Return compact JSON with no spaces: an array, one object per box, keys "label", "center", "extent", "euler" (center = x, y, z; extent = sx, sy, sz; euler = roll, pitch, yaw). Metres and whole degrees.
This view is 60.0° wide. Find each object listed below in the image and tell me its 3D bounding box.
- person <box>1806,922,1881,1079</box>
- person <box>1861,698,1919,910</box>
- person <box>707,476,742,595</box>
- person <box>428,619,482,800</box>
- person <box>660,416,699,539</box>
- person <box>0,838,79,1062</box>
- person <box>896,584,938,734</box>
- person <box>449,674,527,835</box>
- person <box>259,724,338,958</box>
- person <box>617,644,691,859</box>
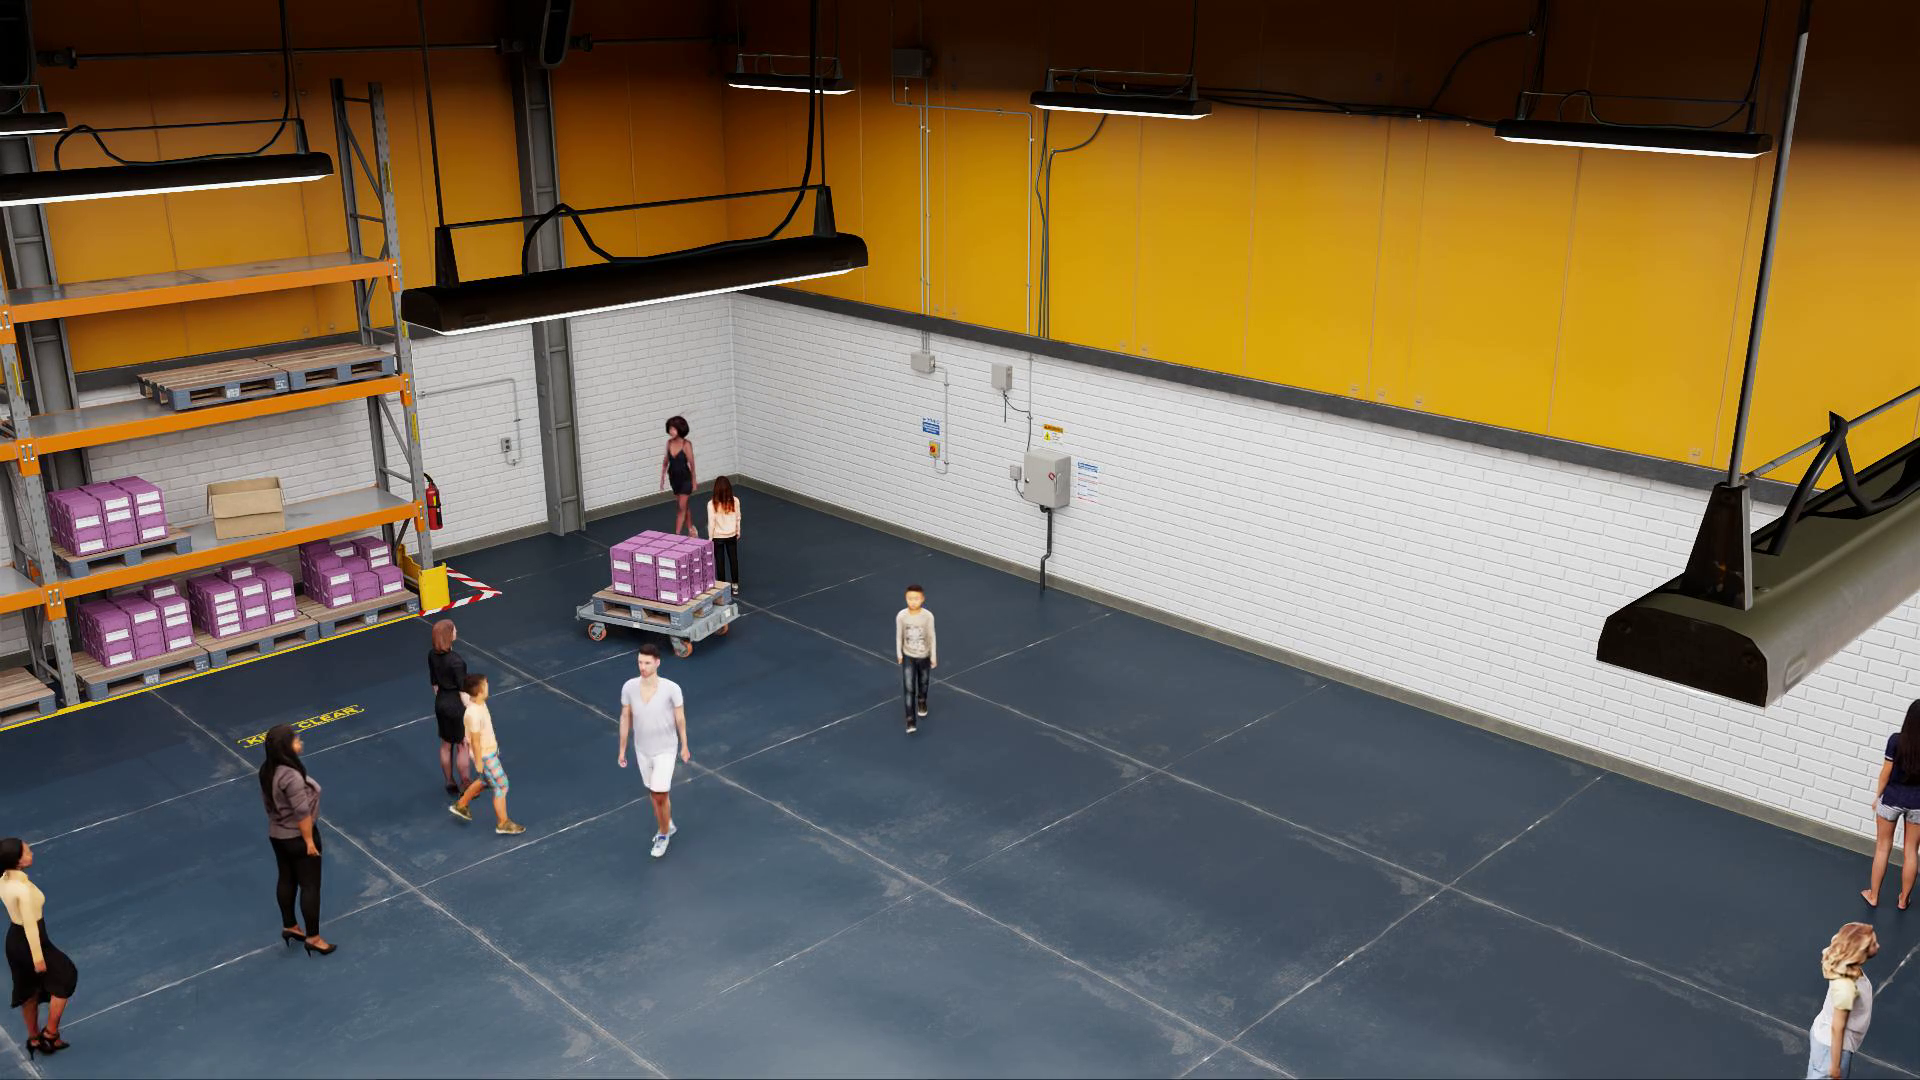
[{"label":"person","center":[5.317,3.089,10.162],"extent":[0.756,1.720,0.618],"euler":[7,20,21]},{"label":"person","center":[7.432,2.077,13.098],"extent":[0.659,1.765,0.662],"euler":[6,20,18]},{"label":"person","center":[-2.817,-0.059,19.879],"extent":[0.524,1.484,0.677],"euler":[-11,21,-29]},{"label":"person","center":[-4.538,1.513,14.864],"extent":[0.624,1.706,0.560],"euler":[12,22,31]},{"label":"person","center":[-3.559,-0.749,21.514],"extent":[0.826,1.750,1.103],"euler":[8,20,23]},{"label":"person","center":[-6.325,2.787,11.175],"extent":[0.636,1.646,0.657],"euler":[14,23,36]},{"label":"person","center":[-0.415,1.126,16.450],"extent":[0.974,1.428,1.000],"euler":[-1,19,-3]},{"label":"person","center":[-4.144,1.843,14.317],"extent":[0.950,1.429,0.818],"euler":[-1,19,-4]},{"label":"person","center":[-4.995,2.251,12.469],"extent":[0.662,1.837,0.622],"euler":[14,23,36]},{"label":"person","center":[-2.531,1.708,14.084],"extent":[0.892,1.834,0.964],"euler":[5,19,16]}]
